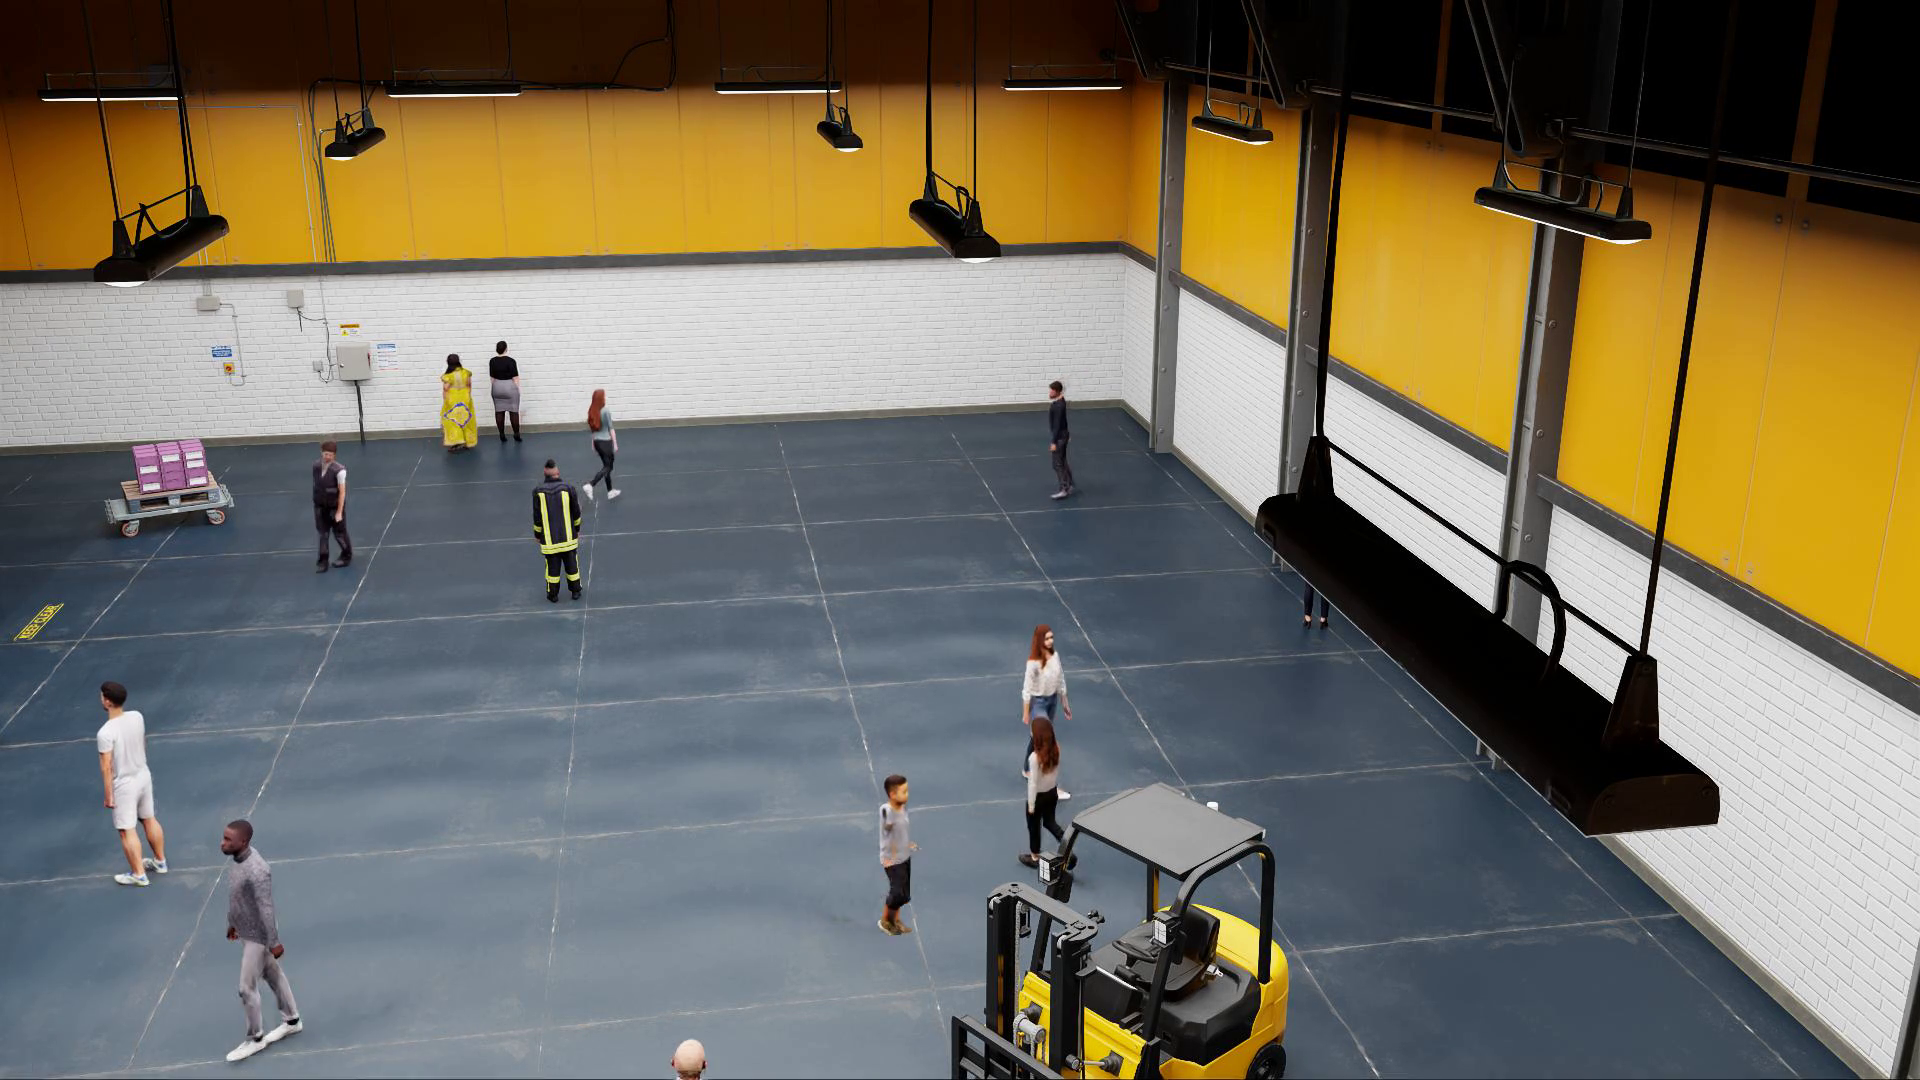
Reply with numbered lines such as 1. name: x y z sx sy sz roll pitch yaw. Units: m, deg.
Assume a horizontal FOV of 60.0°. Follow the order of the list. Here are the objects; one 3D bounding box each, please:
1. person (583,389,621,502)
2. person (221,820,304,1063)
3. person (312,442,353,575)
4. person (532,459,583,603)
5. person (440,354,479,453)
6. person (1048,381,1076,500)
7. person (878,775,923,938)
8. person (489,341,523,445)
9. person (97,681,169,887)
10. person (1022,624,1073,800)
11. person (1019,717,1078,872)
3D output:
1. person: -5.409 -1.392 25.007 0.987 1.724 1.053 12 22 32
2. person: -5.068 2.865 12.214 0.983 1.821 0.927 -14 23 -36
3. person: -8.357 -0.463 22.132 0.943 1.798 1.133 6 19 17
4. person: -5.106 -0.137 21.060 0.805 1.867 0.751 -7 20 -19
5. person: -8.410 -2.296 27.805 1.013 1.653 1.043 -17 25 -41
6. person: 1.565 -1.522 25.229 0.993 1.830 0.744 7 20 21
7. person: -0.583 2.549 13.733 0.761 1.451 0.669 8 20 23
8. person: -7.743 -2.523 28.310 0.746 1.759 0.743 3 19 9
9. person: -7.201 2.100 14.444 0.803 1.848 0.645 4 19 11
10. person: 0.740 1.607 16.141 1.049 1.700 0.924 16 25 40
11. person: 0.786 2.256 14.575 0.932 1.470 0.817 17 25 42
